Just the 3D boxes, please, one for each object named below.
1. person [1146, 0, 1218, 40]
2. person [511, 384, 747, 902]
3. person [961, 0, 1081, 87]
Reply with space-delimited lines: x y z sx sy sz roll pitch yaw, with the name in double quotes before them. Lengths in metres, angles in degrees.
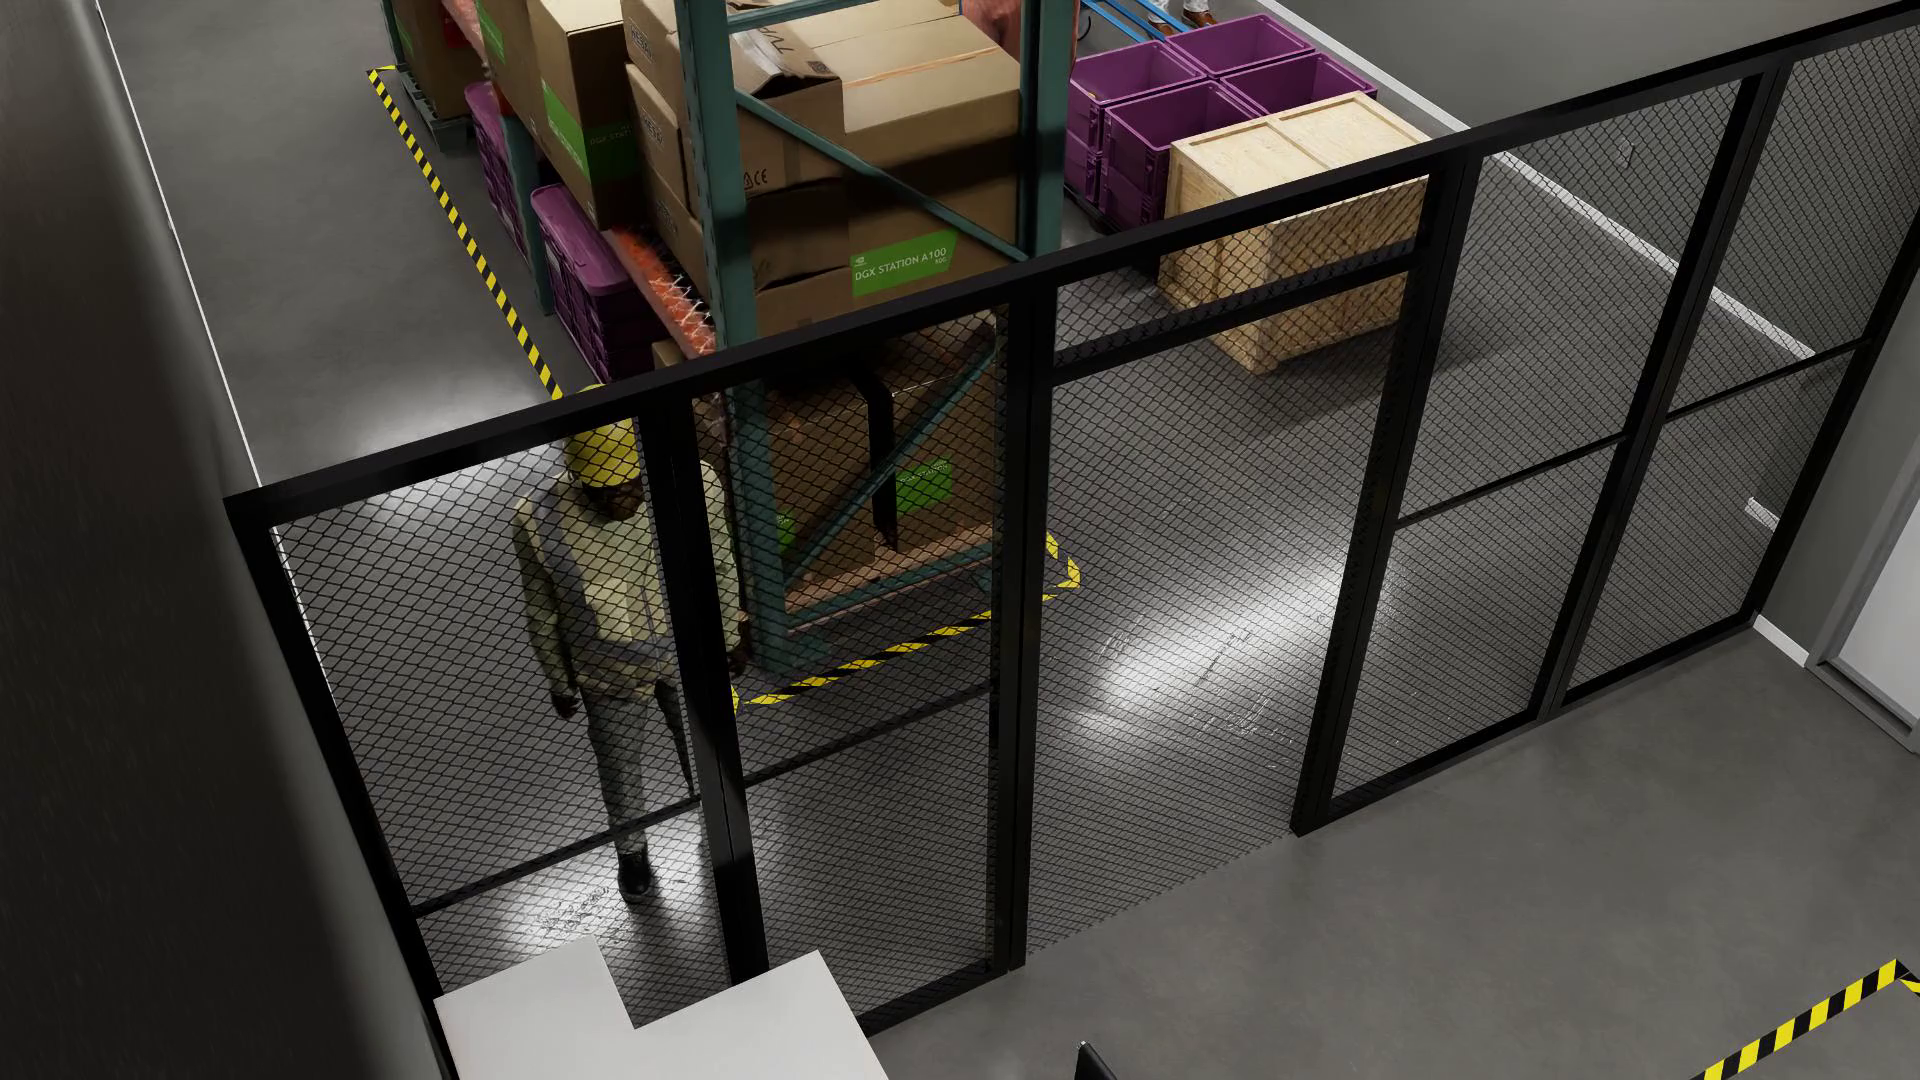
"person" 1.286 -3.621 8.906 0.634 1.938 0.355 -22 47 -22
"person" -0.887 0.312 4.682 0.596 1.832 0.404 -16 45 -17
"person" 0.225 -1.808 6.889 0.612 1.986 0.387 -32 51 -30
